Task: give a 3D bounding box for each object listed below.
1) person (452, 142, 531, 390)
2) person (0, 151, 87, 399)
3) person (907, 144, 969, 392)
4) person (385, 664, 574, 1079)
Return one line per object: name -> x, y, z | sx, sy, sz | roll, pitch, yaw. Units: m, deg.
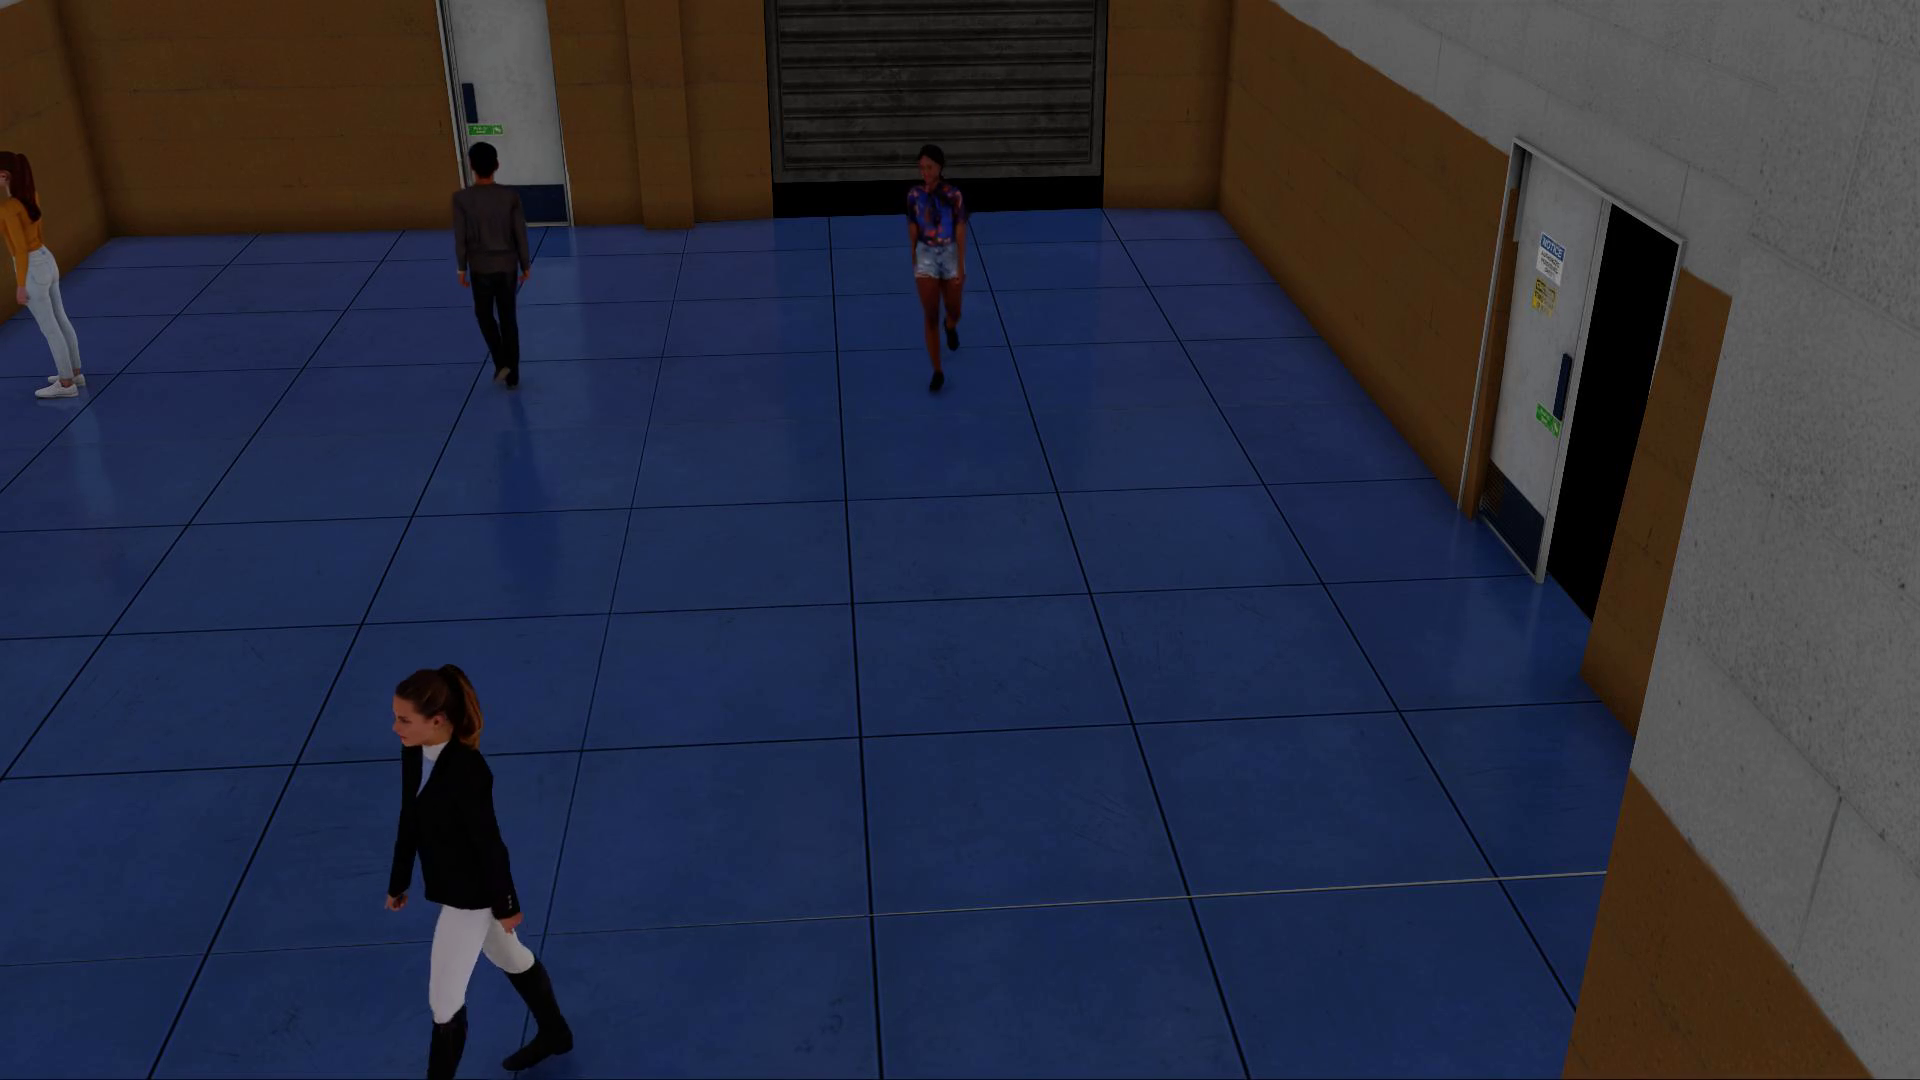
person -> -3.273, -1.875, 11.681 | 0.719, 1.756, 0.817 | 8, 28, 15
person -> -6.460, -1.857, 11.651 | 0.545, 1.750, 0.577 | -2, 27, -4
person -> -0.147, -1.972, 11.917 | 1.006, 1.714, 0.736 | 1, 27, 2
person -> -1.596, 1.180, 5.702 | 1.090, 1.697, 0.950 | -21, 34, -36
